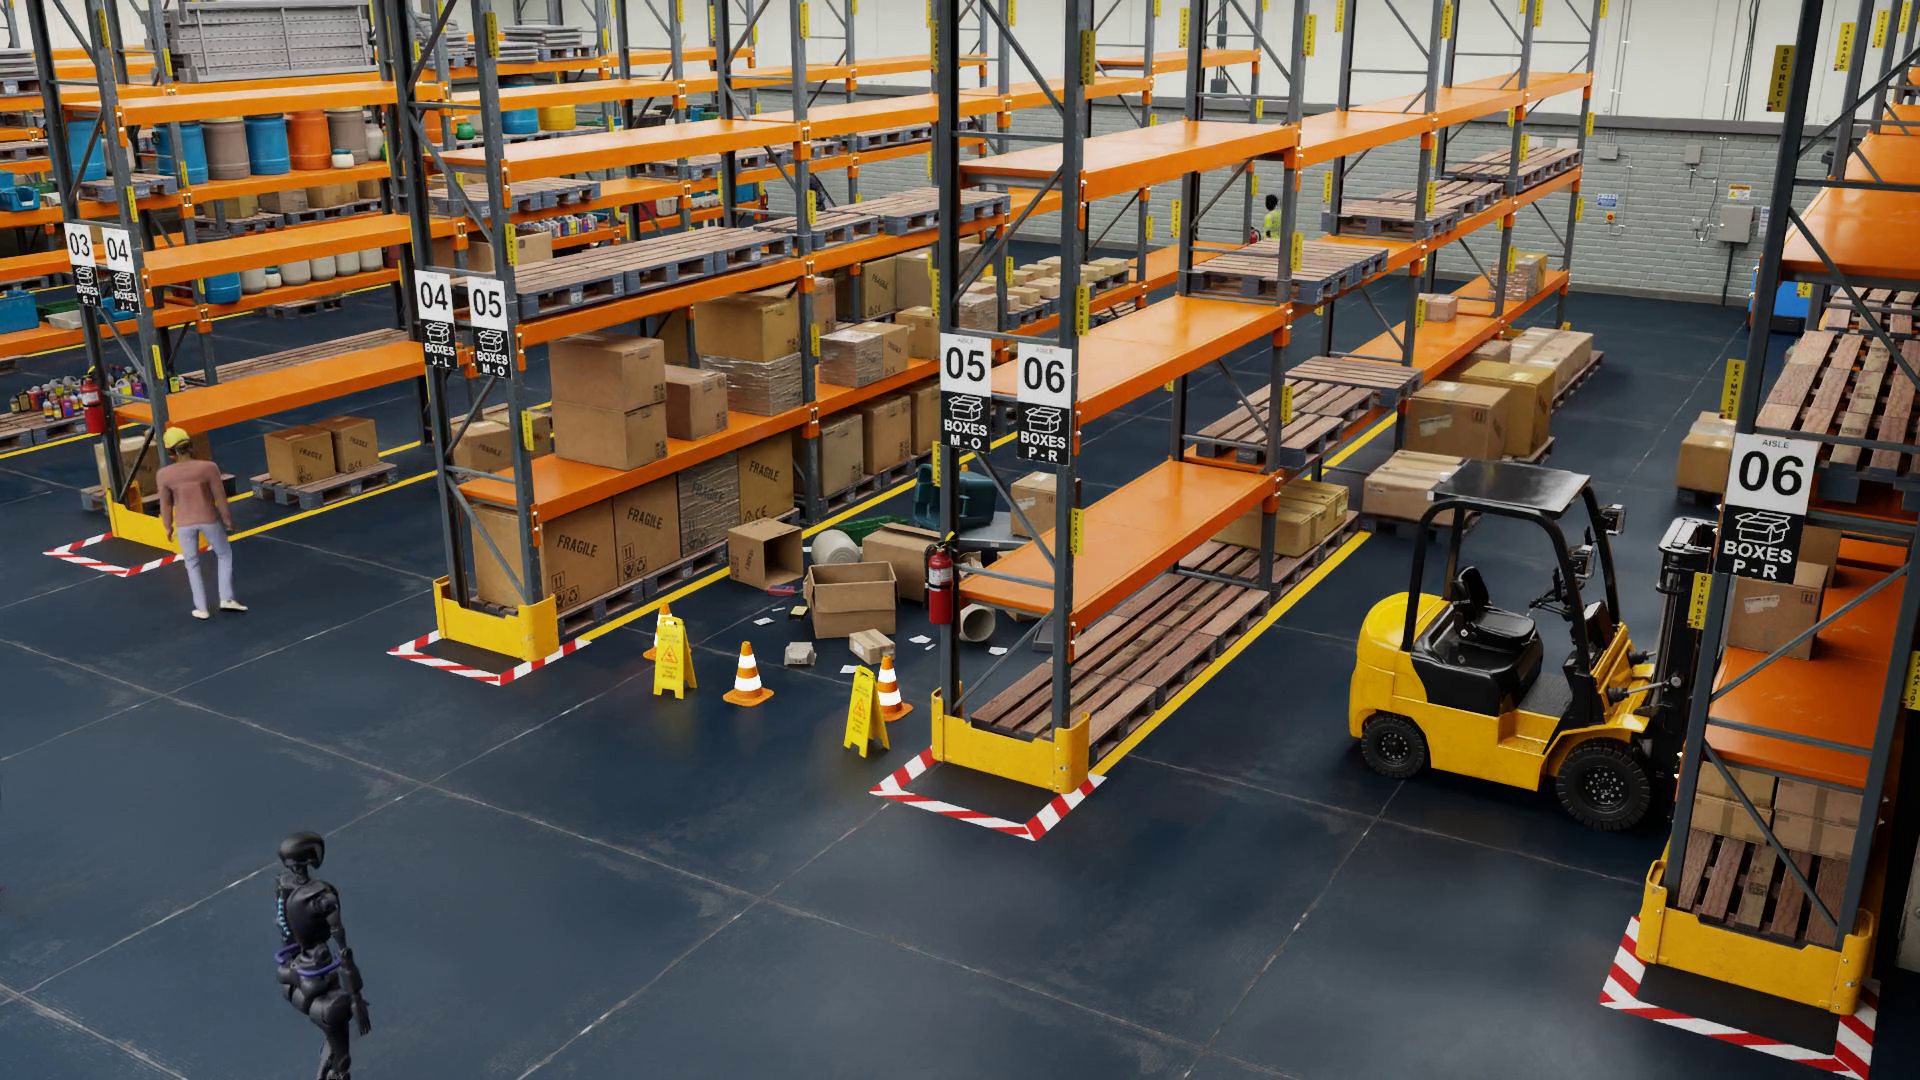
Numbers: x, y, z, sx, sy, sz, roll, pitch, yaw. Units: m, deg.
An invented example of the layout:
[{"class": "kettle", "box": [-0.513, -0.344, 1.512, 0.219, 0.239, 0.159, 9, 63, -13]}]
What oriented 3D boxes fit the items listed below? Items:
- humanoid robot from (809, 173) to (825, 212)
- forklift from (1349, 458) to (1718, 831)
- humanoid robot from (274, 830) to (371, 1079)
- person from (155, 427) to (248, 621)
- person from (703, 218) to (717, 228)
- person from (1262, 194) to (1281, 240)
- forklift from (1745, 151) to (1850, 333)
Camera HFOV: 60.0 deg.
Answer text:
[{"class": "humanoid robot", "box": [-3.045, -7.043, 34.870, 0.642, 1.622, 0.616, 8, 21, 21]}, {"class": "forklift", "box": [3.988, 0.658, 11.776, 2.313, 2.155, 1.214, 11, 22, 29]}, {"class": "humanoid robot", "box": [-3.135, 2.168, 8.187, 0.608, 1.646, 0.340, 13, 23, 33]}, {"class": "person", "box": [-6.768, -0.145, 14.768, 0.573, 1.747, 0.435, -8, 21, -23]}, {"class": "person", "box": [-5.243, -7.061, 34.859, 0.492, 1.688, 0.348, -6, 20, -17]}, {"class": "person", "box": [5.686, -5.443, 30.205, 0.801, 1.664, 0.530, 14, 23, 35]}, {"class": "forklift", "box": [13.620, -4.667, 26.137, 1.873, 2.768, 1.129, 11, 22, 29]}]
